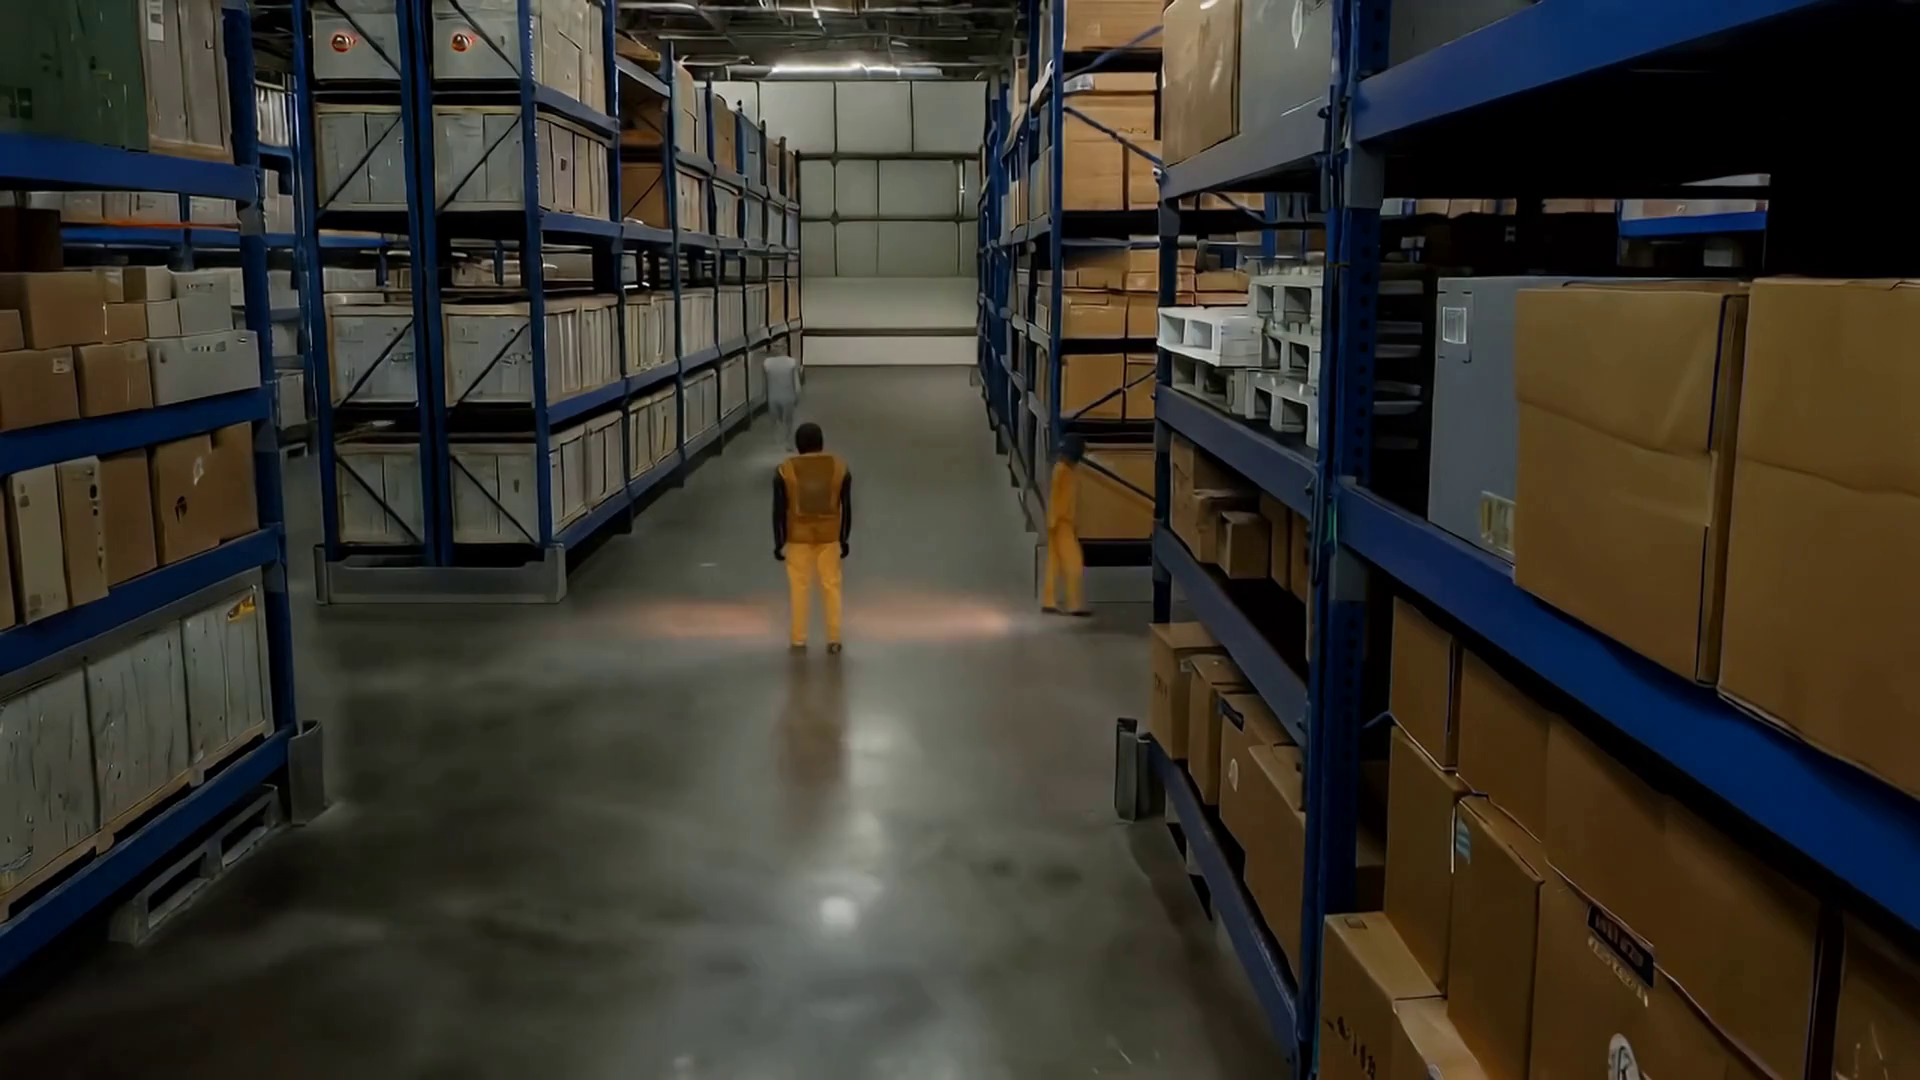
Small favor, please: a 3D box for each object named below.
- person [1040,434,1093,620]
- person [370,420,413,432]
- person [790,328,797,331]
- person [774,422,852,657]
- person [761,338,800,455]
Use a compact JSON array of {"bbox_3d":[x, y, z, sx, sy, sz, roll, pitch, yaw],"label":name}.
[{"bbox_3d":[0.974,-0.117,14.432,0.608,1.608,0.533,1,9,9],"label":"person"},{"bbox_3d":[-6.737,-1.093,19.814,0.576,1.815,0.822,4,10,24],"label":"person"},{"bbox_3d":[-4.417,-5.101,44.068,0.440,1.917,0.556,0,9,-1],"label":"person"},{"bbox_3d":[-1.162,-0.003,13.062,0.634,1.839,0.429,-3,10,-20],"label":"person"},{"bbox_3d":[-2.918,-2.345,27.223,0.652,1.904,0.402,3,10,17],"label":"person"}]
